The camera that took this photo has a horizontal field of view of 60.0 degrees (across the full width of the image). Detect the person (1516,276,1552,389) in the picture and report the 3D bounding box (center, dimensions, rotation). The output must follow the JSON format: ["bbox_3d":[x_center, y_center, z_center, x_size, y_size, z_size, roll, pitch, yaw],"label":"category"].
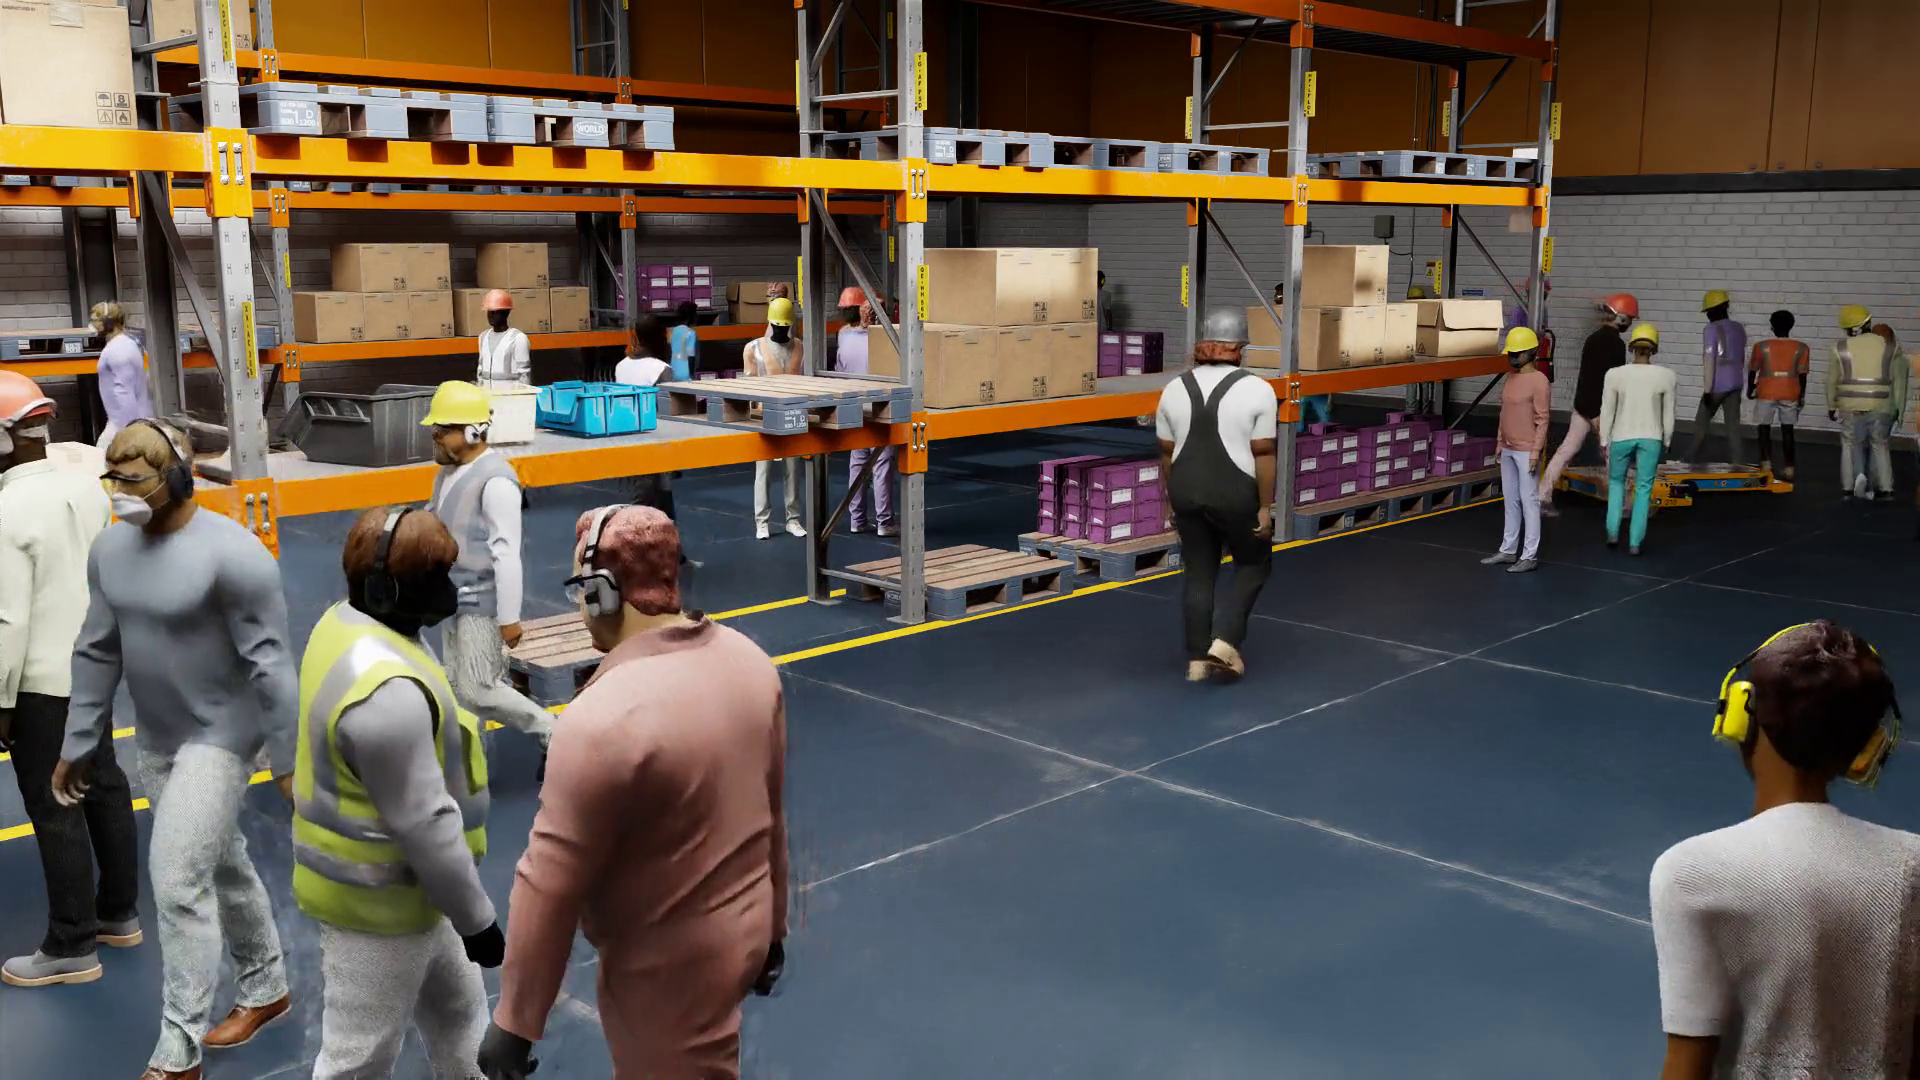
[{"bbox_3d":[6.978,-2.255,20.243,0.563,1.927,0.423,-8,13,-38],"label":"person"}]

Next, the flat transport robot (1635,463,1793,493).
[{"bbox_3d":[6.978,-0.579,15.629,1.431,0.197,0.652,-2,11,-8],"label":"flat transport robot"}]

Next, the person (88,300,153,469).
[{"bbox_3d":[-6.453,-0.842,12.578,0.853,1.906,0.664,-4,11,-19],"label":"person"}]

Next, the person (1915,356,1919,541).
[{"bbox_3d":[7.597,-0.872,12.803,0.583,1.900,0.496,-2,11,-9],"label":"person"}]

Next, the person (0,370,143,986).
[{"bbox_3d":[-2.954,0.444,5.375,0.395,1.985,0.608,1,10,5],"label":"person"}]

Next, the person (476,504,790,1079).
[{"bbox_3d":[-0.650,0.861,3.390,0.736,1.868,0.677,4,11,20],"label":"person"}]

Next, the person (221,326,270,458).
[{"bbox_3d":[-6.579,-1.179,15.214,0.523,1.619,0.612,8,13,36],"label":"person"}]

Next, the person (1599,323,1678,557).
[{"bbox_3d":[5.127,-0.761,12.608,0.532,1.746,0.669,5,11,23],"label":"person"}]

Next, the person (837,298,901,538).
[{"bbox_3d":[-0.676,-0.974,13.321,0.642,1.909,0.410,9,14,40],"label":"person"}]

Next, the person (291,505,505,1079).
[{"bbox_3d":[-1.213,0.805,3.899,0.827,1.811,0.645,-5,11,-23],"label":"person"}]

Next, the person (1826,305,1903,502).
[{"bbox_3d":[8.165,-1.225,15.042,0.620,1.794,0.403,4,11,23],"label":"person"}]

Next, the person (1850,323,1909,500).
[{"bbox_3d":[8.249,-1.138,15.003,0.509,1.618,0.561,4,11,20],"label":"person"}]

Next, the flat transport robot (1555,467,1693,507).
[{"bbox_3d":[5.996,-0.503,15.216,0.652,0.197,1.431,-2,11,-8],"label":"flat transport robot"}]

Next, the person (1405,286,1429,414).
[{"bbox_3d":[6.012,-2.475,21.952,0.486,1.744,0.294,-6,12,-30],"label":"person"}]

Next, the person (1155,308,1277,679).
[{"bbox_3d":[1.406,-0.243,8.971,0.698,2.000,0.536,7,13,34],"label":"person"}]

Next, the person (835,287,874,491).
[{"bbox_3d":[-0.999,-1.400,15.588,0.574,1.917,0.580,-9,14,-40],"label":"person"}]

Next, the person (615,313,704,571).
[{"bbox_3d":[-2.231,-0.641,11.603,0.947,1.883,0.603,-9,14,-41],"label":"person"}]

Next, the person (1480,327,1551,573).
[{"bbox_3d":[4.005,-0.645,11.934,0.325,1.760,0.523,-3,11,-13],"label":"person"}]

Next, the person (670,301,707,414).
[{"bbox_3d":[-2.995,-1.839,18.673,0.785,1.661,0.545,-9,14,-41],"label":"person"}]

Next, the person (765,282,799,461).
[{"bbox_3d":[-1.928,-1.799,17.834,0.399,1.905,0.642,0,10,-2],"label":"person"}]

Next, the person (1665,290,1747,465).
[{"bbox_3d":[7.460,-1.524,16.440,0.604,1.856,0.942,-5,11,-24],"label":"person"}]

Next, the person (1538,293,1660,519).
[{"bbox_3d":[5.387,-1.116,14.069,1.067,1.927,0.679,-1,10,-5],"label":"person"}]

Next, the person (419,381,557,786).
[{"bbox_3d":[-1.985,0.230,7.008,0.561,1.819,0.602,-8,13,-36],"label":"person"}]

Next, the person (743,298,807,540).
[{"bbox_3d":[-1.423,-0.961,13.226,0.585,1.916,0.387,-4,11,-21],"label":"person"}]

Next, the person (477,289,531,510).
[{"bbox_3d":[-3.999,-1.205,14.505,0.566,1.935,0.379,5,12,26],"label":"person"}]

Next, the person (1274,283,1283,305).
[{"bbox_3d":[3.753,-2.022,19.171,0.316,1.861,0.514,0,10,0],"label":"person"}]

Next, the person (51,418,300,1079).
[{"bbox_3d":[-2.240,0.618,4.642,0.660,1.903,0.875,6,12,28],"label":"person"}]

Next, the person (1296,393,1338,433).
[{"bbox_3d":[3.483,-1.431,16.111,0.970,1.789,0.594,-8,13,-38],"label":"person"}]

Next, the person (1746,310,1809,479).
[{"bbox_3d":[8.039,-1.420,16.373,0.548,1.677,0.558,3,11,14],"label":"person"}]

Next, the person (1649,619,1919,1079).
[{"bbox_3d":[1.248,1.045,2.518,0.532,1.826,0.643,-1,10,-4],"label":"person"}]

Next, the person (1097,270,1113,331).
[{"bbox_3d":[2.149,-3.249,25.826,0.511,1.872,0.328,5,12,27],"label":"person"}]
